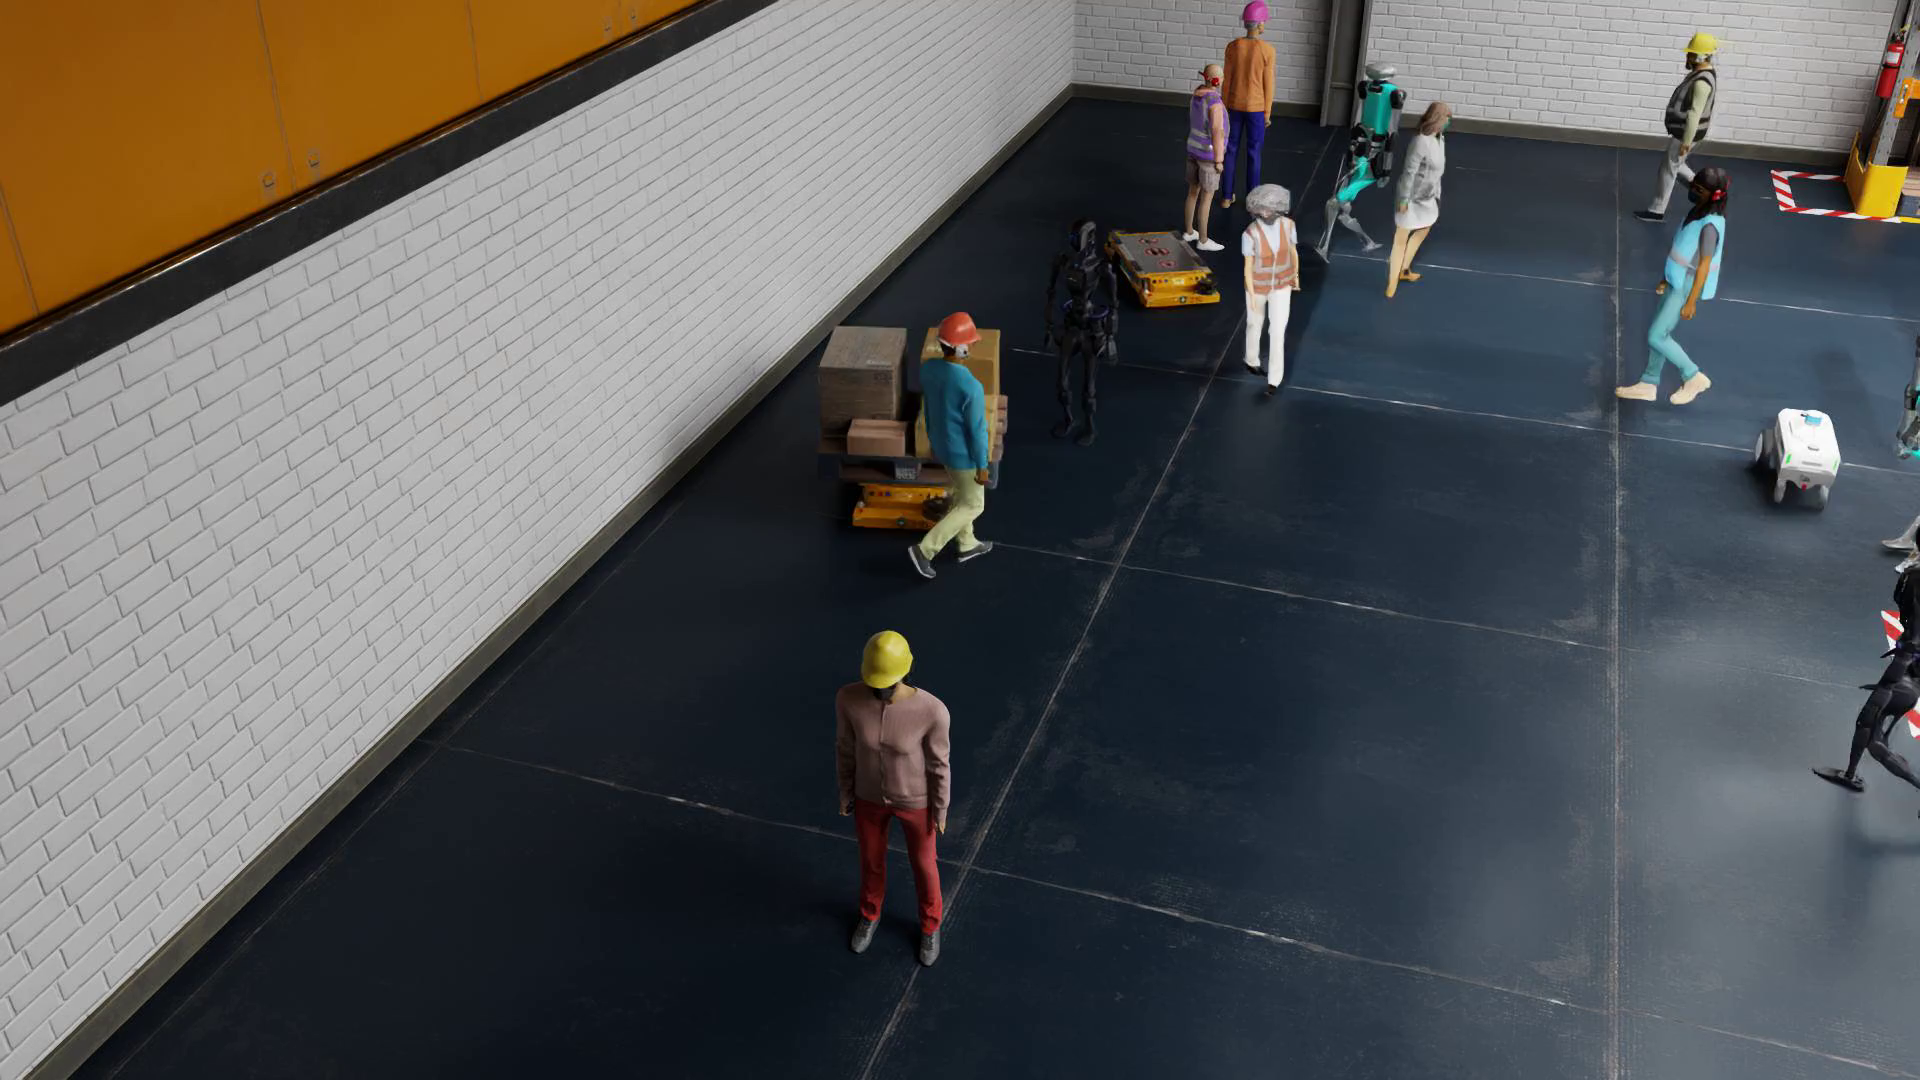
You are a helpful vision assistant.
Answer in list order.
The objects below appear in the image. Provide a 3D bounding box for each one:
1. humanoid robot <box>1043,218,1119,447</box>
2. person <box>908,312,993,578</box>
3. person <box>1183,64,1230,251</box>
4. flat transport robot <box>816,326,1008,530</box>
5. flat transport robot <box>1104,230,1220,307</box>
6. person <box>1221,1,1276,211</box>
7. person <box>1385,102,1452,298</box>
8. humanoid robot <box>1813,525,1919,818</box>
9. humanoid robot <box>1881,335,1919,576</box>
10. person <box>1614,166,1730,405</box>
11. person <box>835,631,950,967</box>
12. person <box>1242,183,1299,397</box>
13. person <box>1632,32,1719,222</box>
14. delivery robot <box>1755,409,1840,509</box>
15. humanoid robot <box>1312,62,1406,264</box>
[{"bbox_3d":[0.855,-1.466,11.734,0.613,1.655,0.342,19,35,29],"label":"humanoid robot"},{"bbox_3d":[-0.042,-0.562,10.126,0.661,1.728,0.572,-18,35,-28],"label":"person"},{"bbox_3d":[2.233,-3.480,15.138,0.346,1.694,0.482,-12,32,-19],"label":"person"},{"bbox_3d":[-0.314,-0.497,11.472,0.659,0.231,1.431,3,31,5],"label":"flat transport robot"},{"bbox_3d":[1.774,-2.425,14.751,0.659,0.231,1.431,-5,31,-9],"label":"flat transport robot"},{"bbox_3d":[2.767,-4.171,16.034,0.505,1.982,0.391,15,34,24],"label":"person"},{"bbox_3d":[3.897,-2.897,14.204,0.344,1.640,0.625,26,39,36],"label":"person"},{"bbox_3d":[4.741,0.620,8.192,0.579,1.631,0.612,21,36,31],"label":"humanoid robot"},{"bbox_3d":[6.100,-0.594,10.176,0.779,1.762,0.547,-12,33,-20],"label":"humanoid robot"},{"bbox_3d":[5.296,-1.847,12.208,0.529,1.850,0.556,7,31,12],"label":"person"},{"bbox_3d":[-0.294,1.129,7.239,0.519,1.758,0.346,8,31,14],"label":"person"},{"bbox_3d":[2.330,-1.886,12.474,0.496,1.636,0.733,-1,30,-2],"label":"person"},{"bbox_3d":[6.891,-3.862,15.676,0.631,1.811,0.593,12,32,19],"label":"person"},{"bbox_3d":[5.772,-0.600,11.380,0.499,0.610,0.814,10,32,16],"label":"delivery robot"},{"bbox_3d":[3.469,-3.337,14.905,1.024,1.772,0.558,-16,34,-25],"label":"humanoid robot"}]
